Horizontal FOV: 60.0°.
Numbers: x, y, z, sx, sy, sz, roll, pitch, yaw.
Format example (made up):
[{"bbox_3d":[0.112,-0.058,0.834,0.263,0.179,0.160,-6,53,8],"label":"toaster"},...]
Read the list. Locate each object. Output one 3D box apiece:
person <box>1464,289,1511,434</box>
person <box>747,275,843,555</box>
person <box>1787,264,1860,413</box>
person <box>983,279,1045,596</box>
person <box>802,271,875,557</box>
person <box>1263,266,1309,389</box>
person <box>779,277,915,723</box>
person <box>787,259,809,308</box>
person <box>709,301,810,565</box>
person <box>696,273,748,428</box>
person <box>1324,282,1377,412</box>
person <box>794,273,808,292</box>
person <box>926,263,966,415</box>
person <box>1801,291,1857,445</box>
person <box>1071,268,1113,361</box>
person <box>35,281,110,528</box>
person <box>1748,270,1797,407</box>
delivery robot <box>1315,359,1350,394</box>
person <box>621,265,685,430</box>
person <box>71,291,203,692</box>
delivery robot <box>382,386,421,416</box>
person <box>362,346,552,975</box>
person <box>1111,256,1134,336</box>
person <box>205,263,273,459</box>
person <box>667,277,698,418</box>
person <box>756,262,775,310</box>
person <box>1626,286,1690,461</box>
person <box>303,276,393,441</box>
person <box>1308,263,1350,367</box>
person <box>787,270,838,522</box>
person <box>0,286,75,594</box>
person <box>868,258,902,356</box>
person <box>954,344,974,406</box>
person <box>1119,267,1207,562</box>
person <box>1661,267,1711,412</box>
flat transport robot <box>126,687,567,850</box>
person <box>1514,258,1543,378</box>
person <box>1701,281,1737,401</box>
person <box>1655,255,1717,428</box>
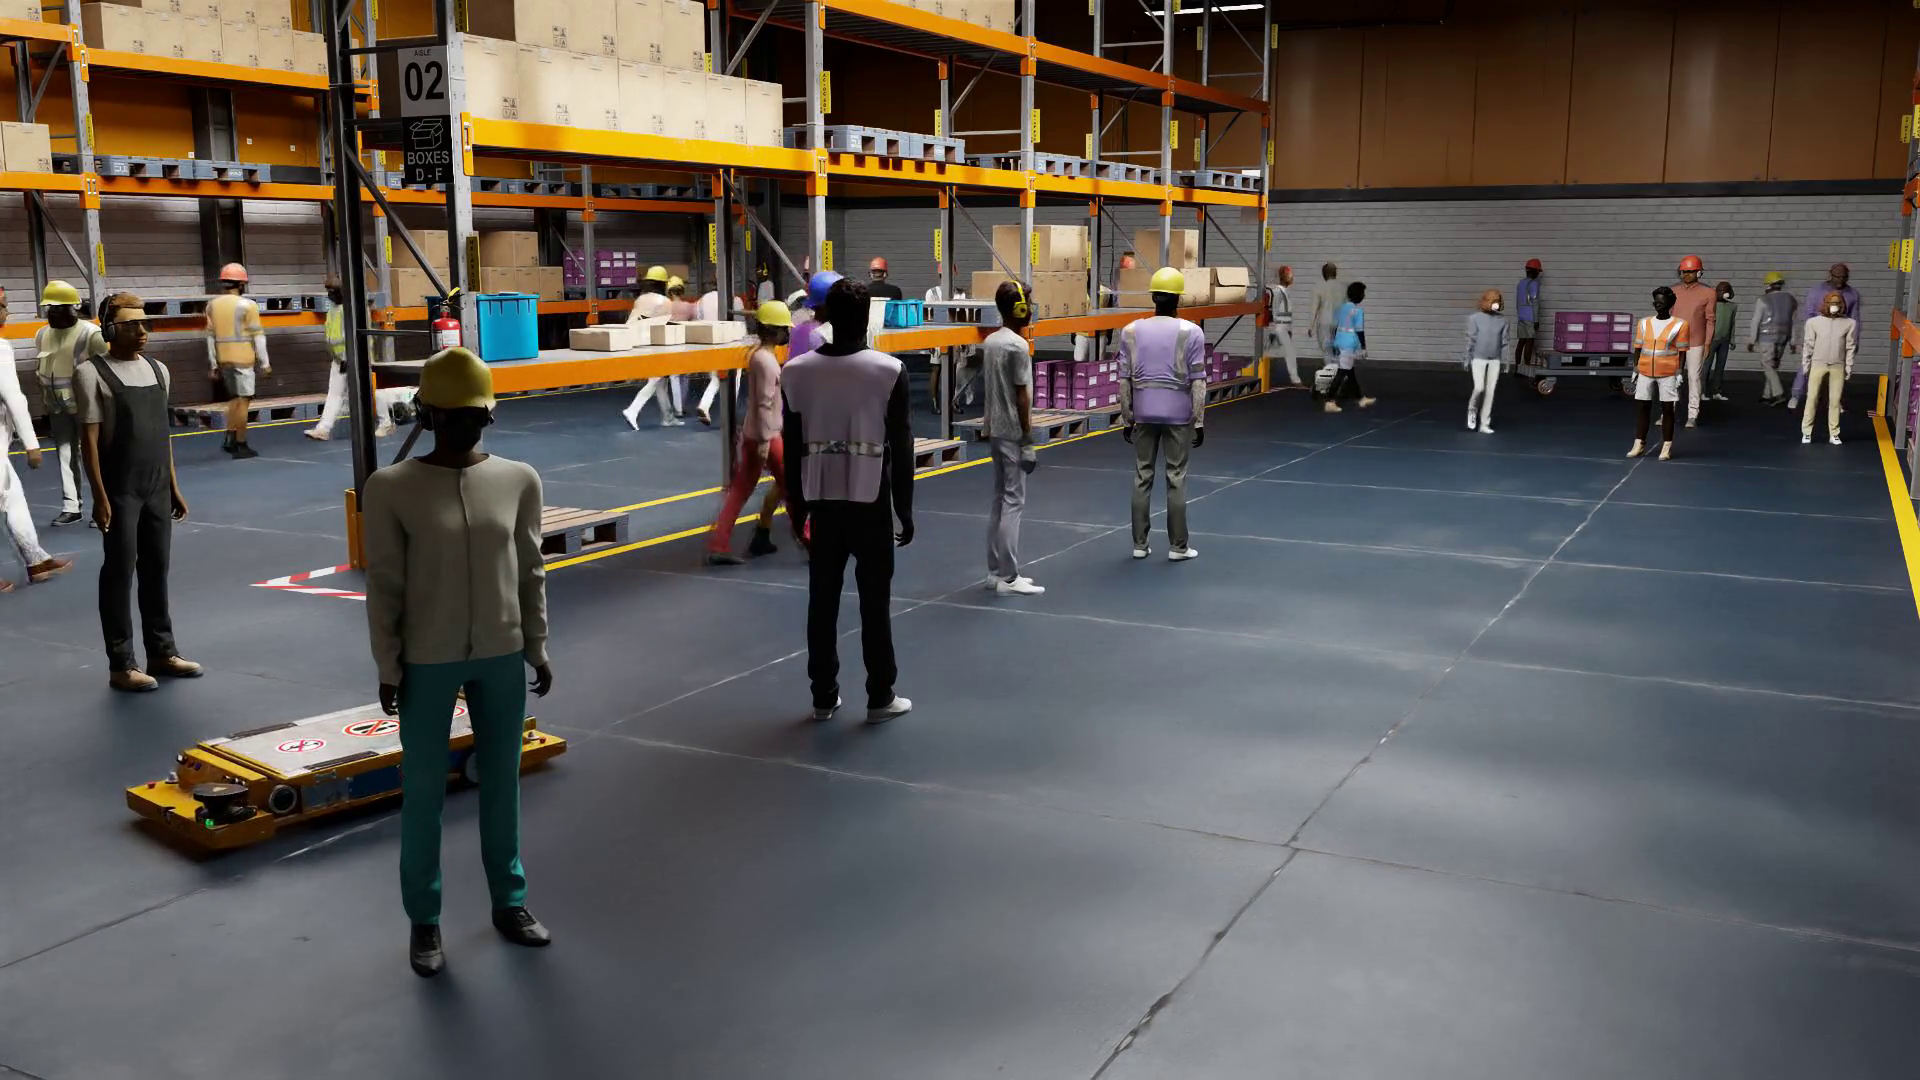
[{"bbox_3d":[5.920,-1.998,18.636,0.533,1.618,0.345,-1,10,-8],"label":"person"},{"bbox_3d":[-1.054,-0.814,11.041,0.677,1.908,0.555,-6,12,-32],"label":"person"},{"bbox_3d":[11.025,-2.566,21.196,0.800,1.885,0.529,2,10,10],"label":"person"},{"bbox_3d":[0.318,-0.600,9.865,0.353,1.868,0.525,-4,10,-21],"label":"person"},{"bbox_3d":[-0.735,-0.830,11.118,0.376,1.909,0.768,7,12,35],"label":"person"},{"bbox_3d":[4.748,-3.183,24.936,0.994,1.846,0.605,4,11,22],"label":"person"},{"bbox_3d":[-0.479,-0.160,7.159,0.590,1.919,0.392,3,10,15],"label":"person"},{"bbox_3d":[-1.544,-1.944,17.268,0.616,2.005,1.035,4,11,24],"label":"person"},{"bbox_3d":[-1.216,-0.674,10.706,0.902,1.718,0.535,-3,10,-16],"label":"person"},{"bbox_3d":[-2.718,-2.160,18.997,0.633,1.825,0.545,5,11,28],"label":"person"},{"bbox_3d":[5.011,-2.446,21.146,0.831,1.648,0.538,-2,10,-12],"label":"person"},{"bbox_3d":[-2.551,-3.778,28.447,0.615,1.814,0.406,7,12,33],"label":"person"},{"bbox_3d":[-0.159,-2.528,20.844,0.550,1.937,0.384,-5,11,-29],"label":"person"},{"bbox_3d":[9.185,-1.818,17.606,0.493,1.626,0.285,3,10,18],"label":"person"},{"bbox_3d":[1.817,-2.849,22.976,0.626,1.837,0.428,-1,10,-3],"label":"person"},{"bbox_3d":[-6.532,-0.992,12.262,0.590,1.823,0.405,2,10,11],"label":"person"},{"bbox_3d":[10.782,-2.648,21.970,0.617,1.801,0.811,-1,10,-8],"label":"person"},{"bbox_3d":[5.163,-2.255,22.958,0.477,0.478,0.707,6,11,29],"label":"delivery robot"},{"bbox_3d":[-3.558,-2.204,19.116,0.597,1.892,0.928,8,13,40],"label":"person"},{"bbox_3d":[-3.839,-0.227,7.757,0.345,1.846,0.507,3,10,18],"label":"person"},{"bbox_3d":[-6.722,-1.711,19.804,0.707,0.478,0.477,4,10,21],"label":"delivery robot"},{"bbox_3d":[-1.414,0.334,4.744,0.523,1.767,0.313,-7,12,-36],"label":"person"},{"bbox_3d":[2.627,-3.399,25.765,1.026,1.977,0.749,-9,13,-42],"label":"person"},{"bbox_3d":[-7.108,-1.757,16.407,0.566,1.921,0.467,3,10,18],"label":"person"},{"bbox_3d":[-3.525,-2.389,20.624,0.542,1.725,0.818,-5,11,-25],"label":"person"},{"bbox_3d":[-3.227,-3.661,27.569,0.316,1.870,0.525,-6,11,-30],"label":"person"},{"bbox_3d":[6.840,-1.627,16.287,0.532,1.697,0.320,9,13,42],"label":"person"},{"bbox_3d":[-6.615,-1.959,18.003,0.629,1.783,1.015,8,13,38],"label":"person"},{"bbox_3d":[5.602,-3.254,25.205,0.643,1.882,0.984,-3,10,-14],"label":"person"},{"bbox_3d":[-0.985,-0.999,12.085,0.402,1.900,0.647,-9,13,-41],"label":"person"},{"bbox_3d":[-5.684,-0.612,9.956,0.619,1.849,0.876,6,12,32],"label":"person"},{"bbox_3d":[-1.008,-2.642,21.450,0.629,1.939,1.010,3,10,15],"label":"person"},{"bbox_3d":[-0.103,-2.529,21.707,0.545,1.616,0.443,9,13,42],"label":"person"},{"bbox_3d":[1.333,-0.816,10.929,0.588,1.927,0.371,4,11,24],"label":"person"},{"bbox_3d":[9.249,-2.598,21.210,0.635,1.936,0.356,0,10,1],"label":"person"},{"bbox_3d":[-2.269,0.817,6.261,0.652,0.197,1.431,8,13,40],"label":"flat transport robot"},{"bbox_3d":[9.273,-3.607,27.077,0.365,1.932,0.543,-2,10,-14],"label":"person"},{"bbox_3d":[10.415,-2.724,22.820,0.501,1.633,0.281,-2,10,-13],"label":"person"},{"bbox_3d":[8.441,-2.303,19.341,0.612,1.995,0.378,8,13,39],"label":"person"}]
